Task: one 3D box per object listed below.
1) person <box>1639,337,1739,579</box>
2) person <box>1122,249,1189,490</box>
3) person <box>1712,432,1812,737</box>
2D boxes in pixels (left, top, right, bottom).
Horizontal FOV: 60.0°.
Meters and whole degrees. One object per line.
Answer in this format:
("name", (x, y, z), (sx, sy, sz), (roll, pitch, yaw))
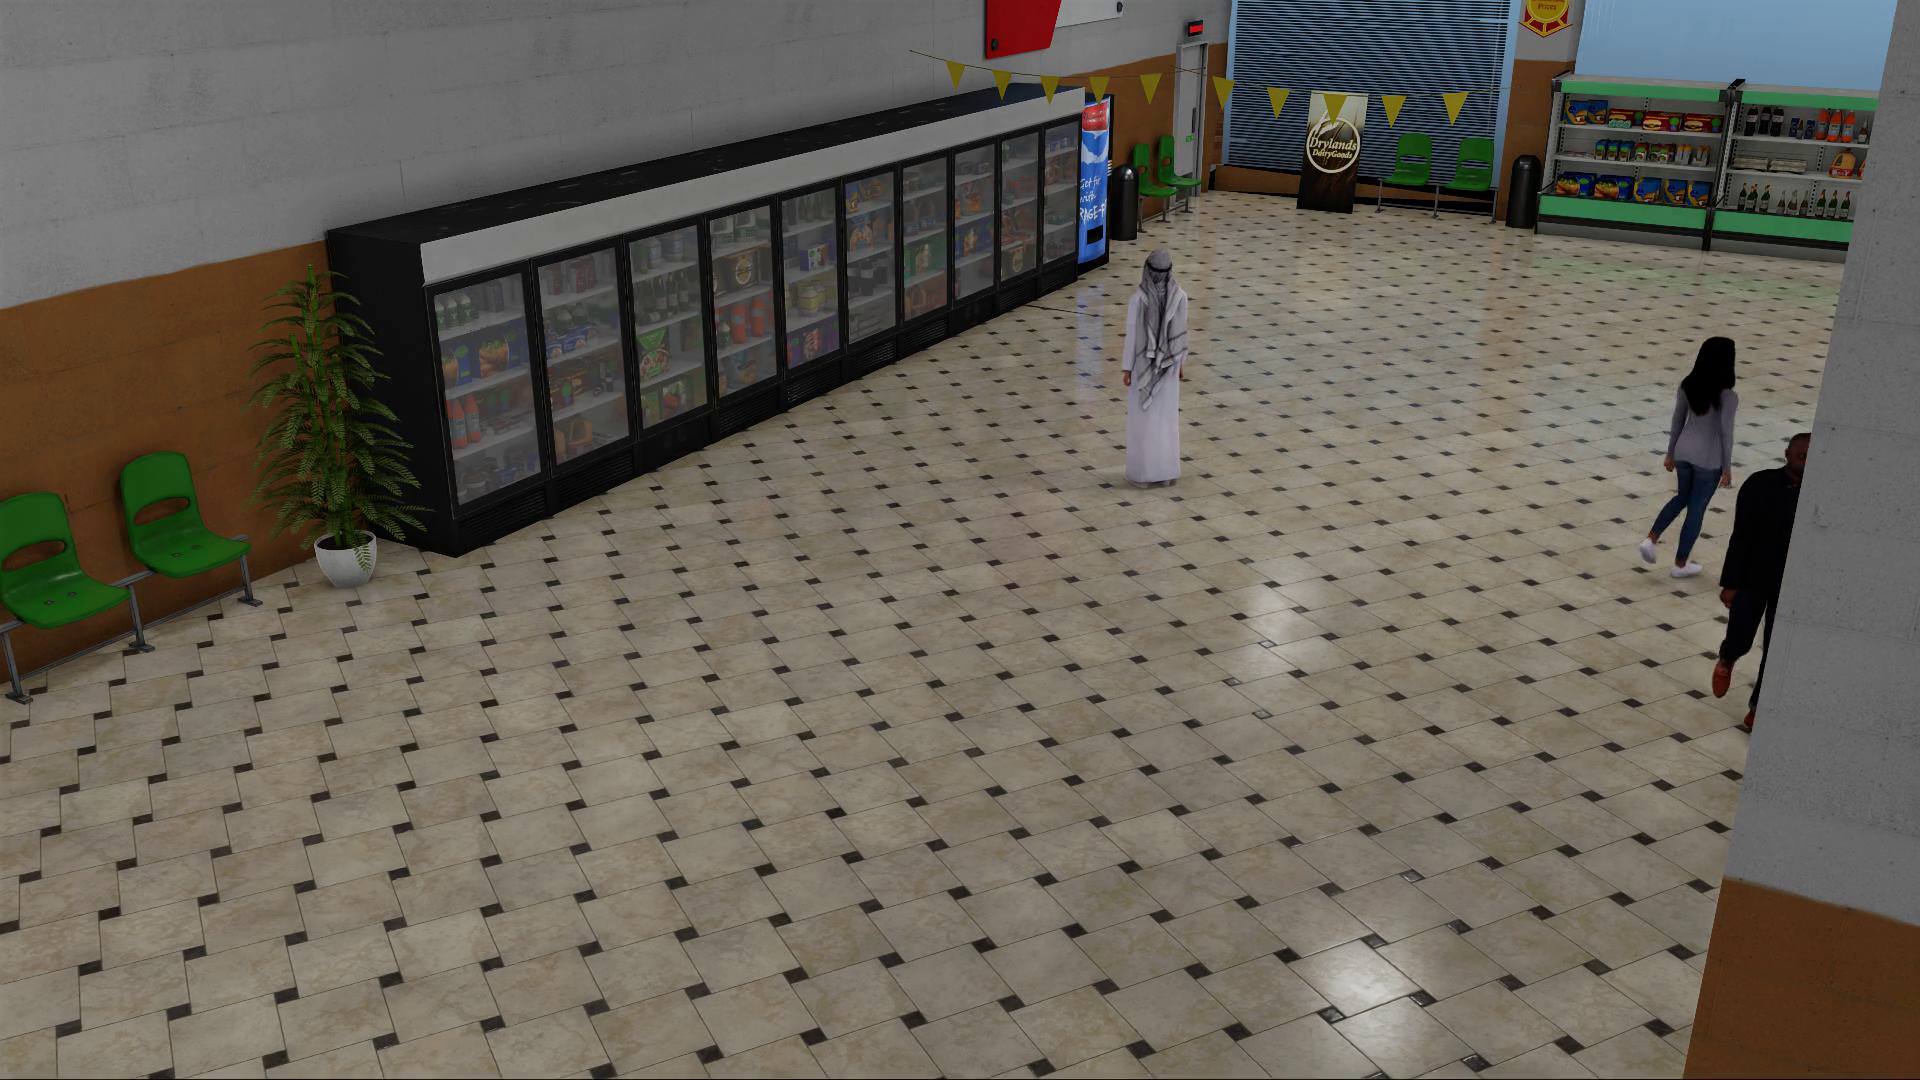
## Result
("person", (4.996, -0.534, 11.430), (0.875, 1.726, 0.828), (-10, 24, -22))
("person", (1.547, -1.360, 13.216), (0.795, 1.926, 0.855), (-6, 23, -14))
("person", (4.573, 0.229, 9.426), (0.897, 1.803, 0.888), (6, 23, 14))
